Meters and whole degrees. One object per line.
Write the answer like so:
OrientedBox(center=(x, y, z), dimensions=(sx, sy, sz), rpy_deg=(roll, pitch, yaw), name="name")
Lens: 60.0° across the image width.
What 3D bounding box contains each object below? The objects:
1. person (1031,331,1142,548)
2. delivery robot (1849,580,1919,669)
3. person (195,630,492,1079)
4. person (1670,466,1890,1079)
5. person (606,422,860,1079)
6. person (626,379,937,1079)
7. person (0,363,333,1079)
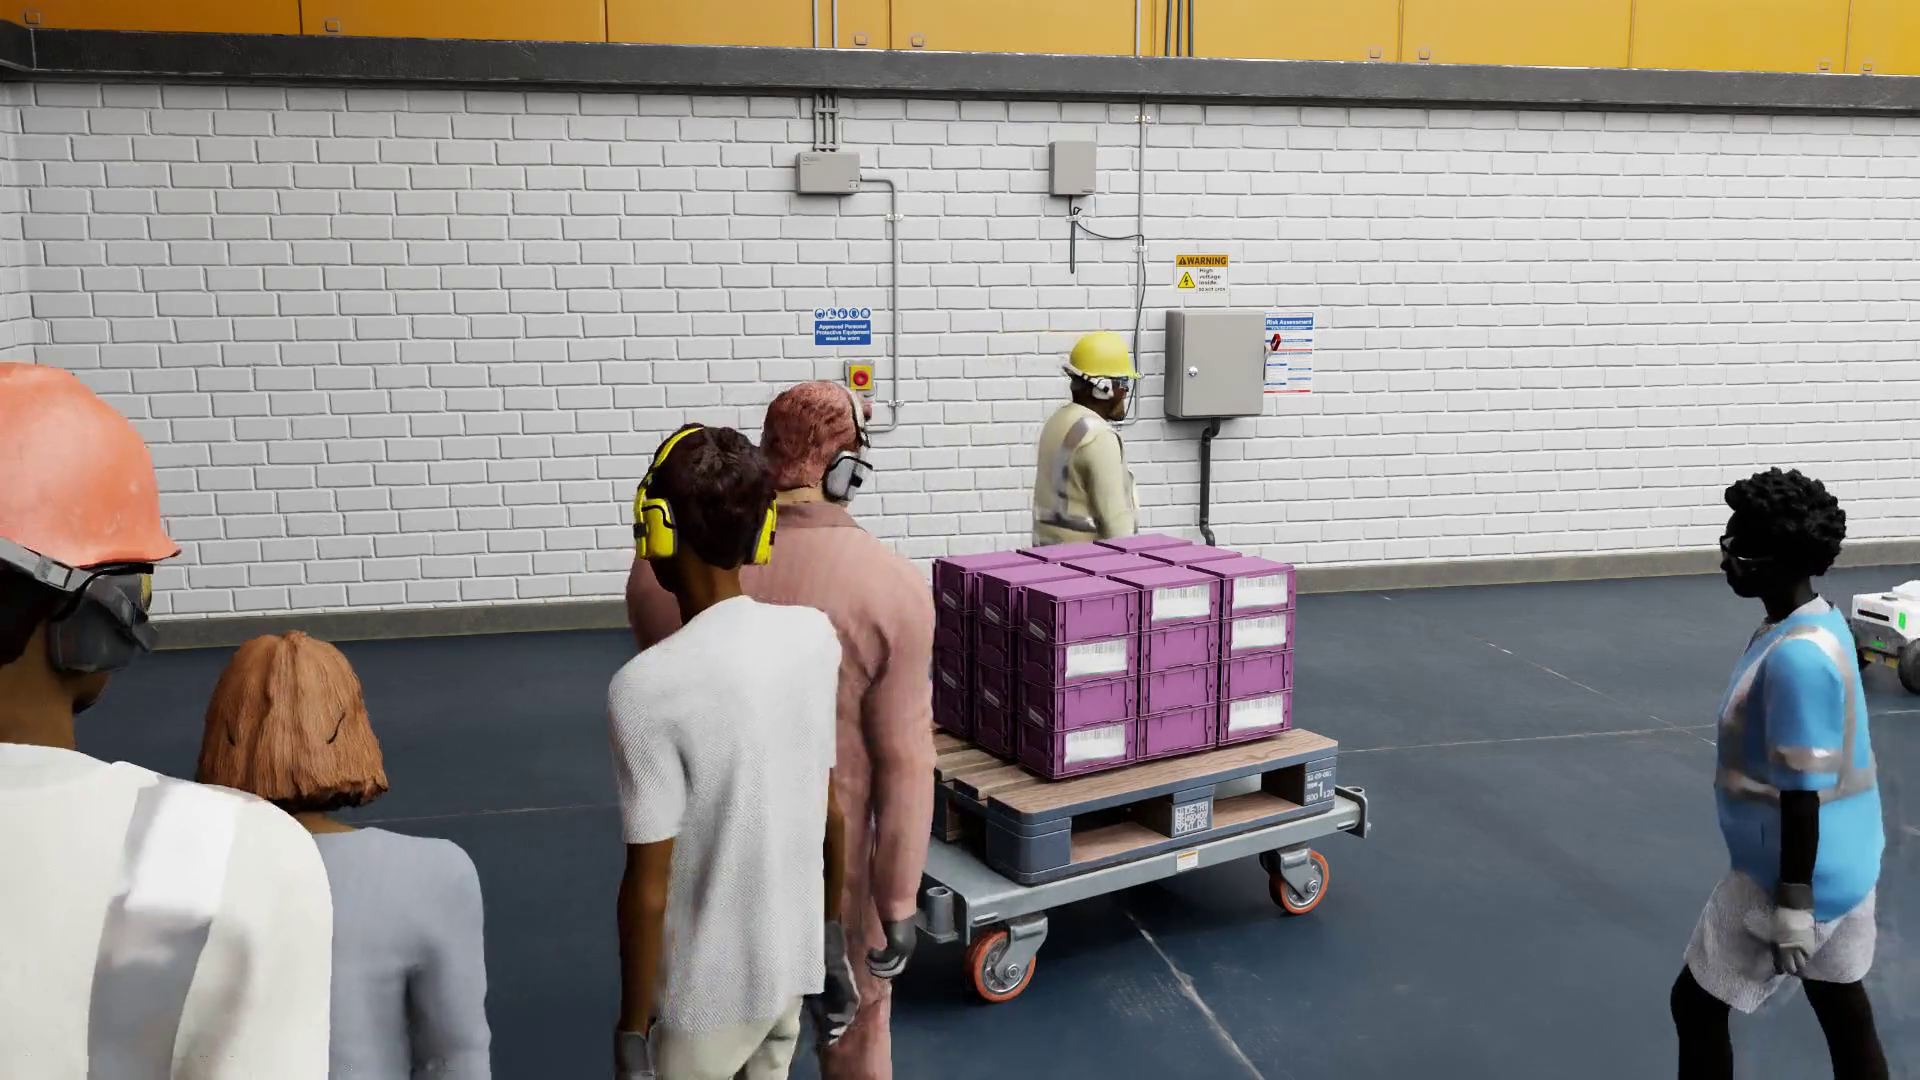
OrientedBox(center=(0.525, 0.099, 6.410), dimensions=(0.887, 1.787, 0.616), rpy_deg=(-2, 10, -11), name="person")
OrientedBox(center=(4.687, 0.369, 8.043), dimensions=(0.707, 0.478, 0.477), rpy_deg=(-3, 11, -18), name="delivery robot")
OrientedBox(center=(-0.939, 0.915, 2.365), dimensions=(0.522, 1.601, 0.752), rpy_deg=(-4, 11, -21), name="person")
OrientedBox(center=(1.690, 0.667, 3.533), dimensions=(0.712, 1.660, 0.652), rpy_deg=(6, 12, 30), name="person")
OrientedBox(center=(-0.313, 0.743, 2.658), dimensions=(0.601, 1.847, 0.591), rpy_deg=(7, 12, 32), name="person")
OrientedBox(center=(-0.323, 0.614, 3.350), dimensions=(0.622, 1.855, 0.884), rpy_deg=(2, 10, 11), name="person")
OrientedBox(center=(-0.882, 0.844, 1.640), dimensions=(0.612, 2.020, 0.606), rpy_deg=(-1, 10, -8), name="person")
